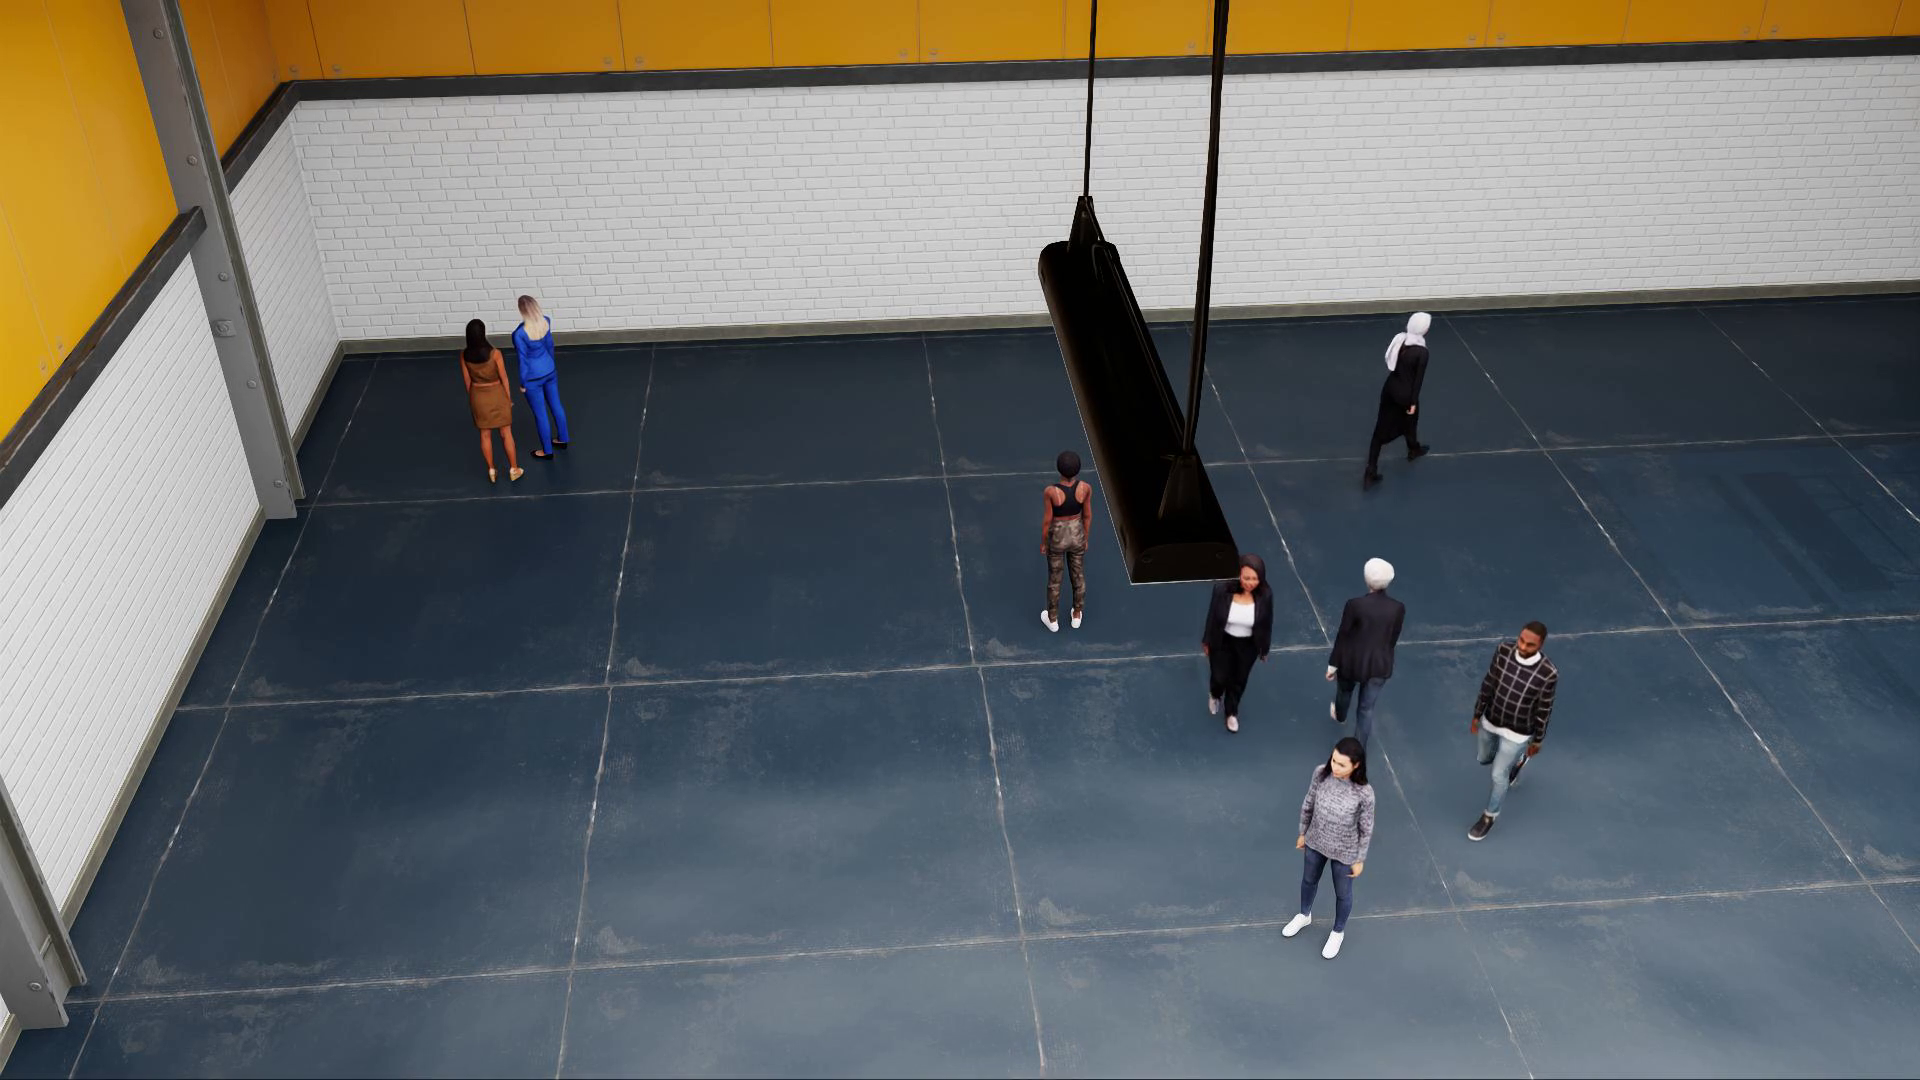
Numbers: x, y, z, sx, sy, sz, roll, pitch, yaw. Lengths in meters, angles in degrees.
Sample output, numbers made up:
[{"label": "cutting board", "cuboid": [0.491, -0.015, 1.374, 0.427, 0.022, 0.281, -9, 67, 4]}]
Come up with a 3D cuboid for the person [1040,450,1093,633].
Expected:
[{"label": "person", "cuboid": [0.872, 0.003, 13.708, 0.600, 1.700, 0.559, -7, 34, -10]}]

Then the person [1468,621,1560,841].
[{"label": "person", "cuboid": [3.923, 1.260, 11.728, 1.068, 1.798, 1.078, -25, 41, -32]}]

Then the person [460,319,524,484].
[{"label": "person", "cuboid": [-4.441, -1.308, 15.690, 0.574, 1.690, 0.525, 0, 34, 0]}]

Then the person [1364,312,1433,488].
[{"label": "person", "cuboid": [4.065, -1.283, 15.619, 1.075, 1.727, 1.159, -23, 40, -31]}]

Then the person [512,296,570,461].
[{"label": "person", "cuboid": [-4.061, -1.581, 16.092, 0.760, 1.700, 0.671, 19, 38, 26]}]

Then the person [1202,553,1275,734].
[{"label": "person", "cuboid": [2.094, 0.726, 12.706, 0.686, 1.605, 0.682, 0, 34, 0]}]

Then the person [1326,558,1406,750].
[{"label": "person", "cuboid": [2.908, 0.995, 12.124, 0.892, 1.726, 1.164, 3, 34, 4]}]

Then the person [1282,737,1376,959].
[{"label": "person", "cuboid": [2.417, 1.957, 10.740, 0.685, 1.732, 0.741, 24, 41, 32]}]
